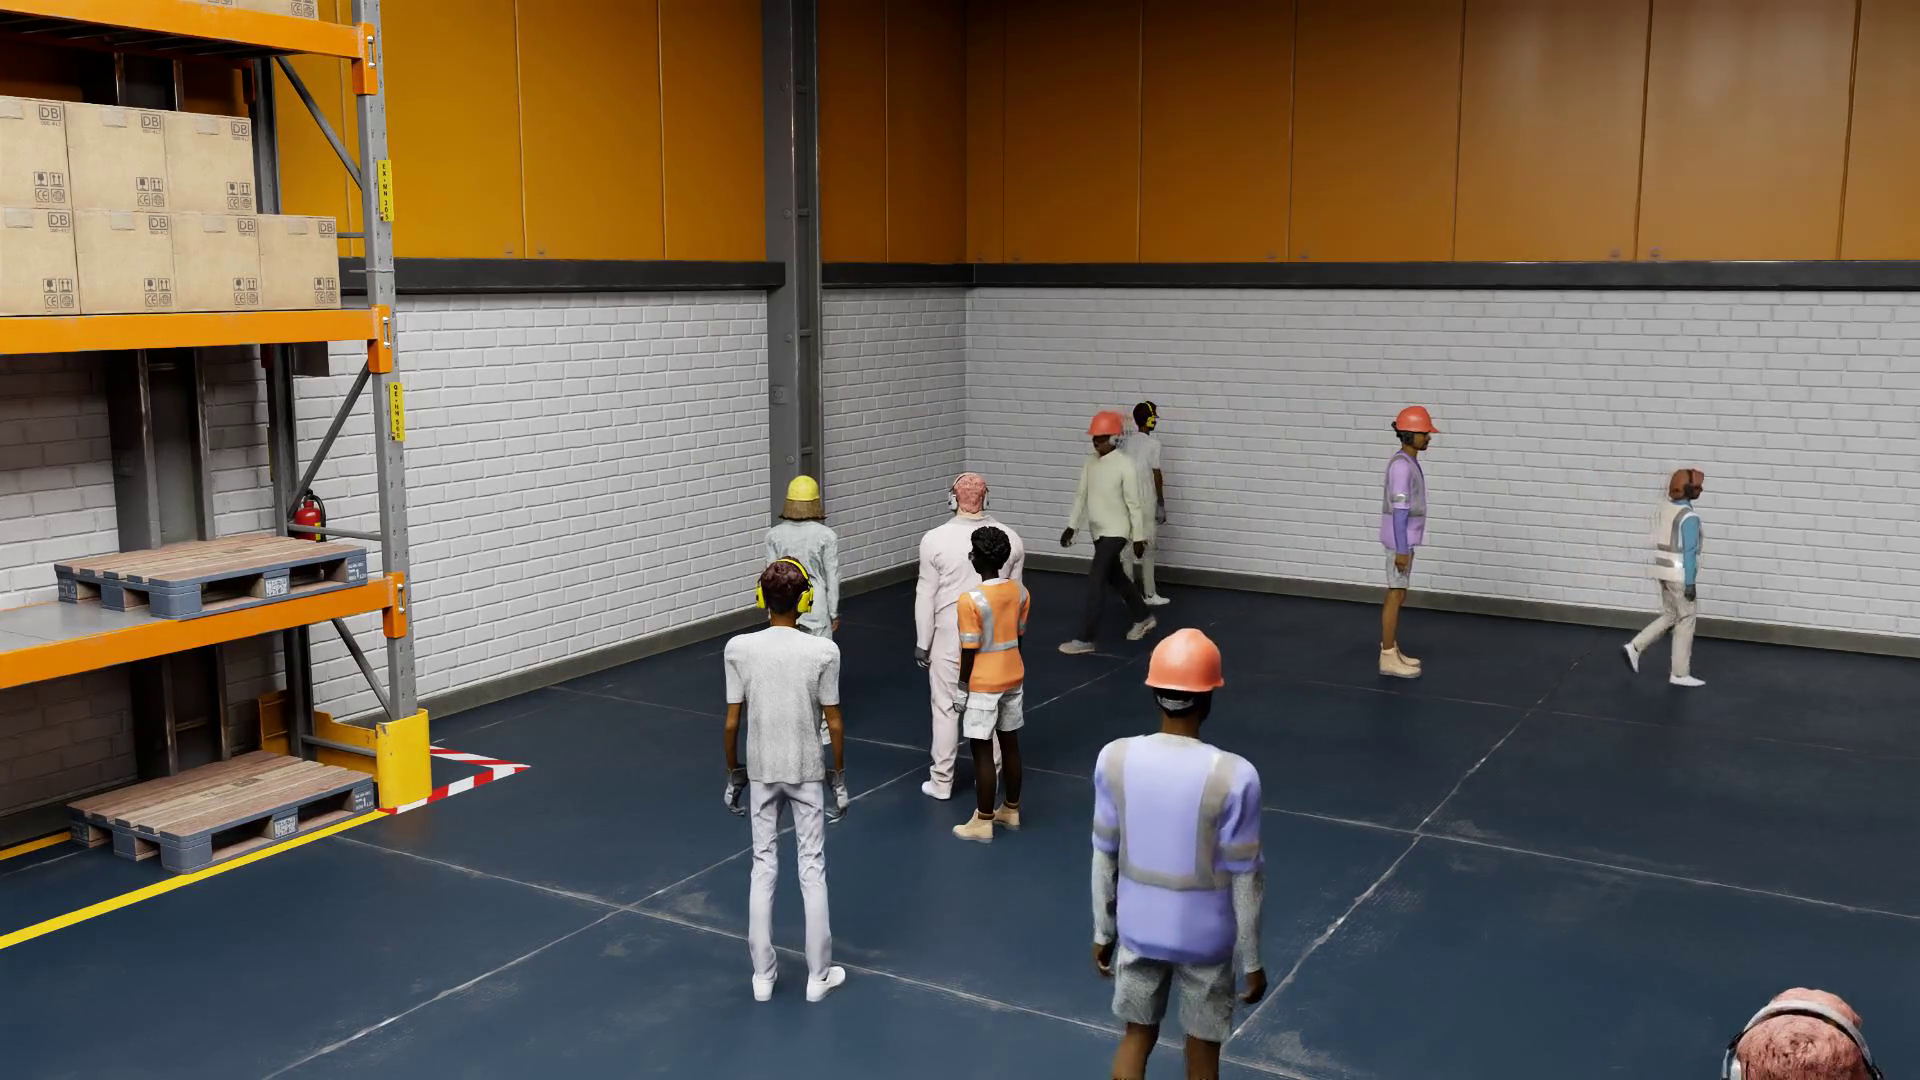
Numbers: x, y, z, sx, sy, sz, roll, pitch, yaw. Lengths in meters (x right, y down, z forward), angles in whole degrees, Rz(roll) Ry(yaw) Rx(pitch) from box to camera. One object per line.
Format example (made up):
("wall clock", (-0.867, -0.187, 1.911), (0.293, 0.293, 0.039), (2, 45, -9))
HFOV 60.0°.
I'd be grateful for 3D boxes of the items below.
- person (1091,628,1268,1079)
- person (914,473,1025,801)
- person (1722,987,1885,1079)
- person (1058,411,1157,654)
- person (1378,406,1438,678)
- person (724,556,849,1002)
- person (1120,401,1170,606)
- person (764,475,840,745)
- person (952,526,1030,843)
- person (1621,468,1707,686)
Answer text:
("person", (0.687, 1.234, 5.263), (0.563, 1.933, 0.466), (5, 10, 30))
("person", (0.046, 0.559, 9.604), (0.653, 1.894, 0.401), (-4, 10, -21))
("person", (1.431, 1.657, 2.877), (0.652, 1.853, 0.966), (6, 11, 34))
("person", (1.252, -0.083, 13.459), (1.021, 1.955, 0.604), (-5, 10, -27))
("person", (3.379, 0.005, 12.582), (0.397, 2.043, 0.609), (3, 10, 18))
("person", (-0.726, 0.996, 6.937), (0.526, 1.869, 0.315), (1, 9, 6))
("person", (1.682, -0.330, 15.244), (0.329, 1.862, 0.518), (-8, 12, -41))
("person", (-1.009, 0.453, 10.722), (0.488, 1.743, 0.317), (1, 9, 8))
("person", (0.160, 0.766, 8.911), (0.318, 1.697, 0.535), (7, 12, 38))
("person", (5.214, 0.275, 12.193), (0.506, 1.621, 0.527), (0, 9, 1))
